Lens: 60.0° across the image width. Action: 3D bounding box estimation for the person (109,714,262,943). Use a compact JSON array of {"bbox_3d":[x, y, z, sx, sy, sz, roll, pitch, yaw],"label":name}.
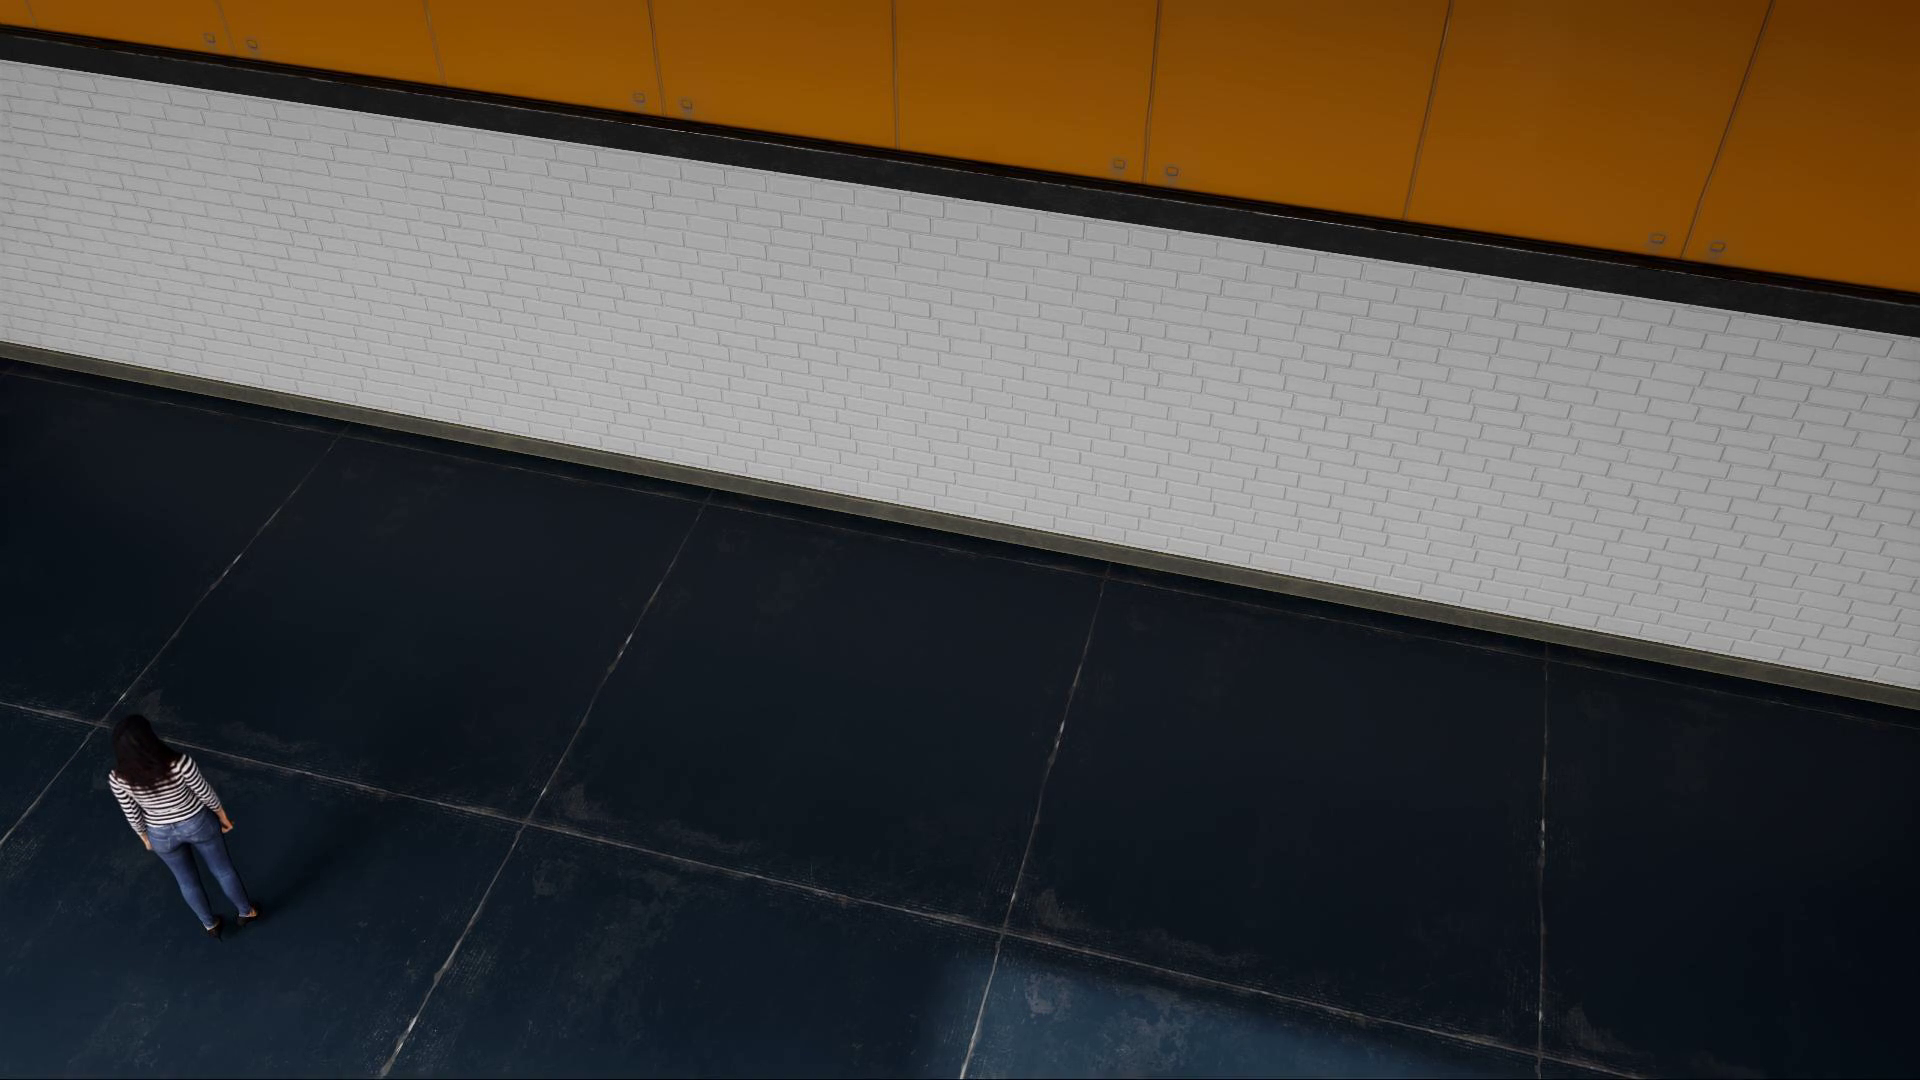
[{"bbox_3d":[-4.199,1.576,8.997,0.658,1.796,0.673,-14,45,-14],"label":"person"}]
